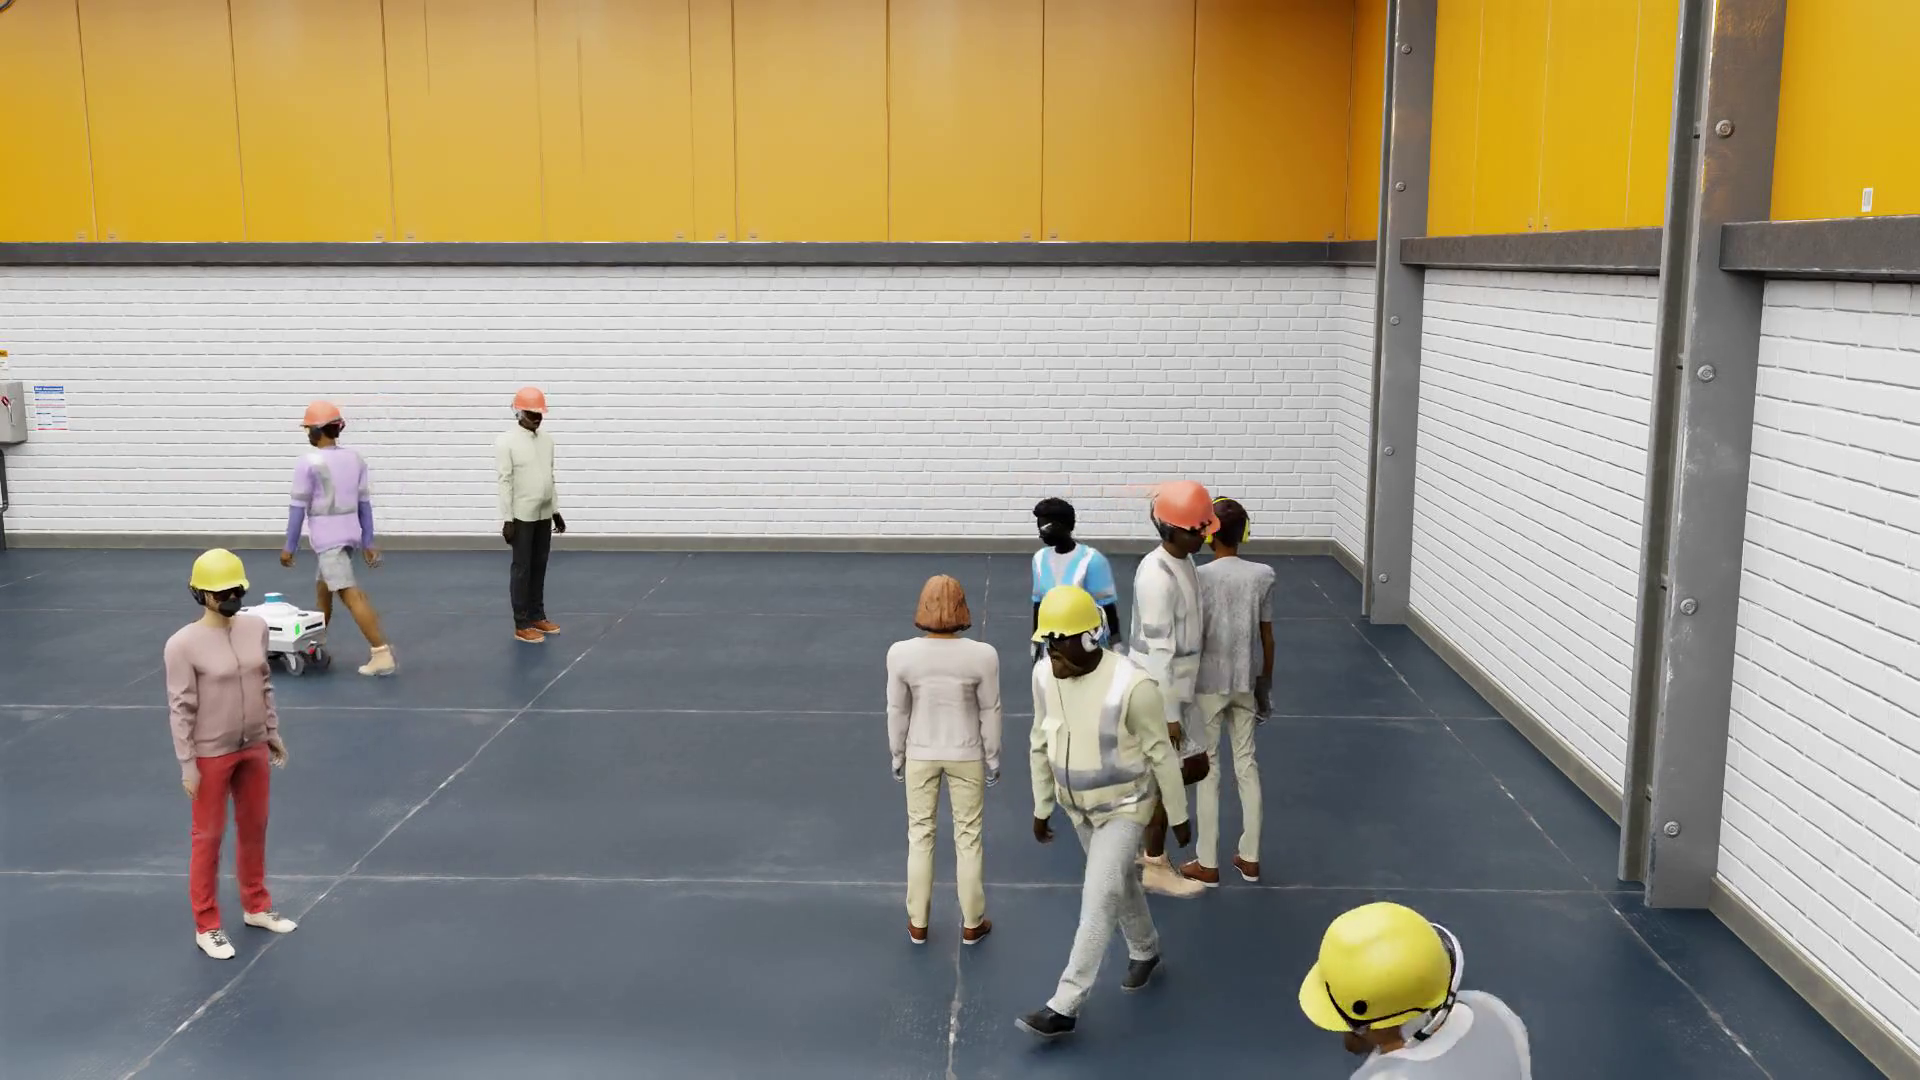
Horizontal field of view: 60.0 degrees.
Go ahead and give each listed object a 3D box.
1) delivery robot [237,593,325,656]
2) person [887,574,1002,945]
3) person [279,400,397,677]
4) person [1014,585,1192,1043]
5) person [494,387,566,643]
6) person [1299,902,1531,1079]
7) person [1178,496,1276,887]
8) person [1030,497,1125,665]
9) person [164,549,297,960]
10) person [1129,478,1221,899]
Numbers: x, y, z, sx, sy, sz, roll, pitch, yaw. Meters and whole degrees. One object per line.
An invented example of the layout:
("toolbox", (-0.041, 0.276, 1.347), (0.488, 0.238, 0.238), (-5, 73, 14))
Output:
("delivery robot", (-4.962, 0.627, 12.040), (0.707, 0.478, 0.477), (3, 10, 18))
("person", (-0.067, 0.955, 7.231), (0.500, 1.636, 0.284), (1, 10, 5))
("person", (-4.482, -0.010, 11.913), (1.104, 1.985, 0.610), (3, 10, 18))
("person", (0.555, 1.024, 6.499), (0.966, 1.753, 0.622), (-9, 13, -42))
("person", (-3.343, -0.198, 13.021), (0.521, 1.991, 0.620), (5, 11, 26))
("person", (0.911, 1.550, 3.345), (0.662, 1.783, 0.405), (-9, 13, -42))
("person", (1.252, 0.722, 7.927), (0.535, 1.864, 0.309), (-3, 10, -17))
("person", (0.694, 0.590, 9.295), (0.689, 1.660, 0.356), (8, 12, 37))
("person", (-3.134, 0.905, 7.172), (0.333, 1.764, 0.552), (5, 11, 25))
("person", (0.932, 0.695, 7.687), (0.551, 2.009, 0.618), (4, 10, 22))
